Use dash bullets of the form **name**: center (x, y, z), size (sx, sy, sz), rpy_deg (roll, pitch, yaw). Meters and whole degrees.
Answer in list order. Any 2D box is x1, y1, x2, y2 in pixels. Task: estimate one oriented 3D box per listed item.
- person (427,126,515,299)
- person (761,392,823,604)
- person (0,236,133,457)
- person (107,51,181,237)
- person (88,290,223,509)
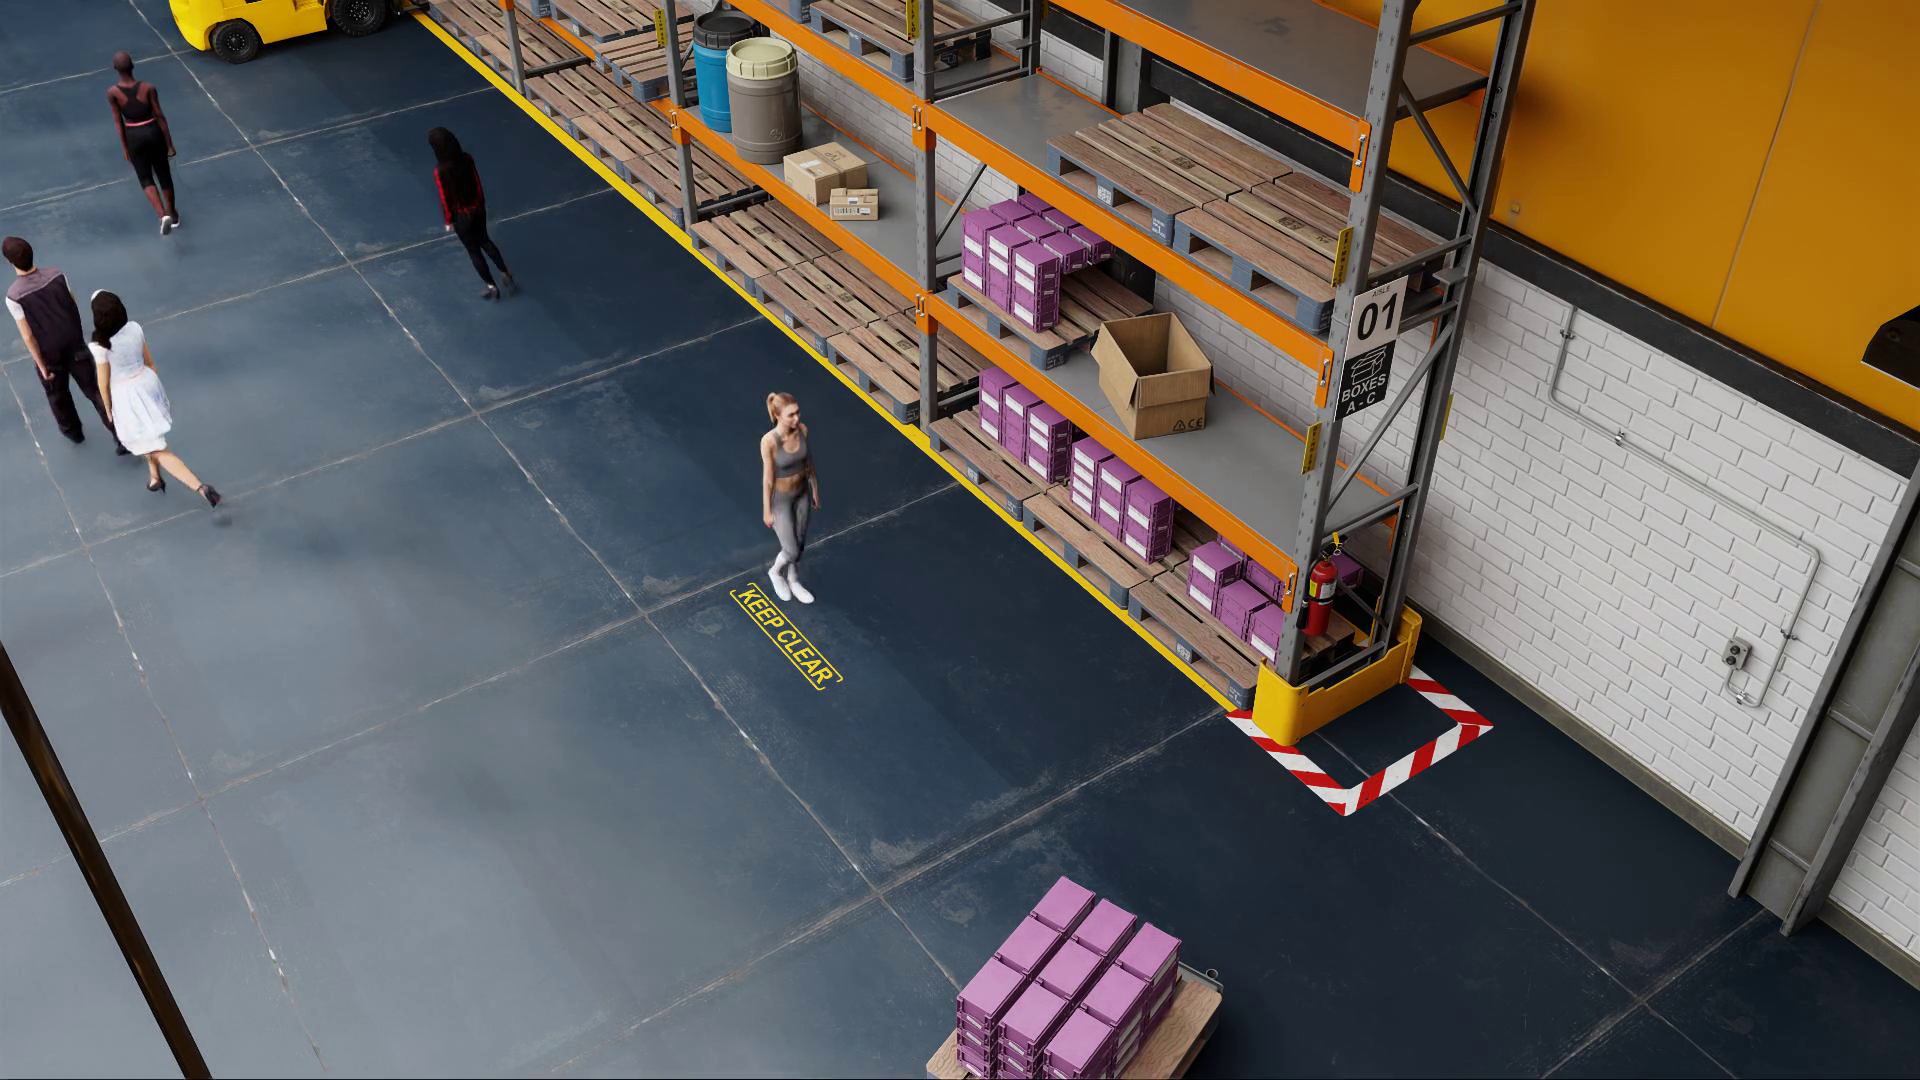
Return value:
- **person**: center (-4.219, -2.809, 14.377), size (0.796, 1.639, 0.769), rpy_deg (25, 45, 28)
- **person**: center (-1.209, -0.297, 11.189), size (0.640, 1.693, 0.662), rpy_deg (-32, 48, -33)
- **person**: center (-6.694, -1.408, 12.478), size (1.204, 1.821, 0.850), rpy_deg (27, 46, 30)
- **person**: center (-7.478, -3.605, 15.293), size (0.679, 1.740, 0.970), rpy_deg (-17, 42, -20)
- **person**: center (-5.805, -0.928, 11.906), size (1.234, 1.785, 0.980), rpy_deg (18, 42, 22)
